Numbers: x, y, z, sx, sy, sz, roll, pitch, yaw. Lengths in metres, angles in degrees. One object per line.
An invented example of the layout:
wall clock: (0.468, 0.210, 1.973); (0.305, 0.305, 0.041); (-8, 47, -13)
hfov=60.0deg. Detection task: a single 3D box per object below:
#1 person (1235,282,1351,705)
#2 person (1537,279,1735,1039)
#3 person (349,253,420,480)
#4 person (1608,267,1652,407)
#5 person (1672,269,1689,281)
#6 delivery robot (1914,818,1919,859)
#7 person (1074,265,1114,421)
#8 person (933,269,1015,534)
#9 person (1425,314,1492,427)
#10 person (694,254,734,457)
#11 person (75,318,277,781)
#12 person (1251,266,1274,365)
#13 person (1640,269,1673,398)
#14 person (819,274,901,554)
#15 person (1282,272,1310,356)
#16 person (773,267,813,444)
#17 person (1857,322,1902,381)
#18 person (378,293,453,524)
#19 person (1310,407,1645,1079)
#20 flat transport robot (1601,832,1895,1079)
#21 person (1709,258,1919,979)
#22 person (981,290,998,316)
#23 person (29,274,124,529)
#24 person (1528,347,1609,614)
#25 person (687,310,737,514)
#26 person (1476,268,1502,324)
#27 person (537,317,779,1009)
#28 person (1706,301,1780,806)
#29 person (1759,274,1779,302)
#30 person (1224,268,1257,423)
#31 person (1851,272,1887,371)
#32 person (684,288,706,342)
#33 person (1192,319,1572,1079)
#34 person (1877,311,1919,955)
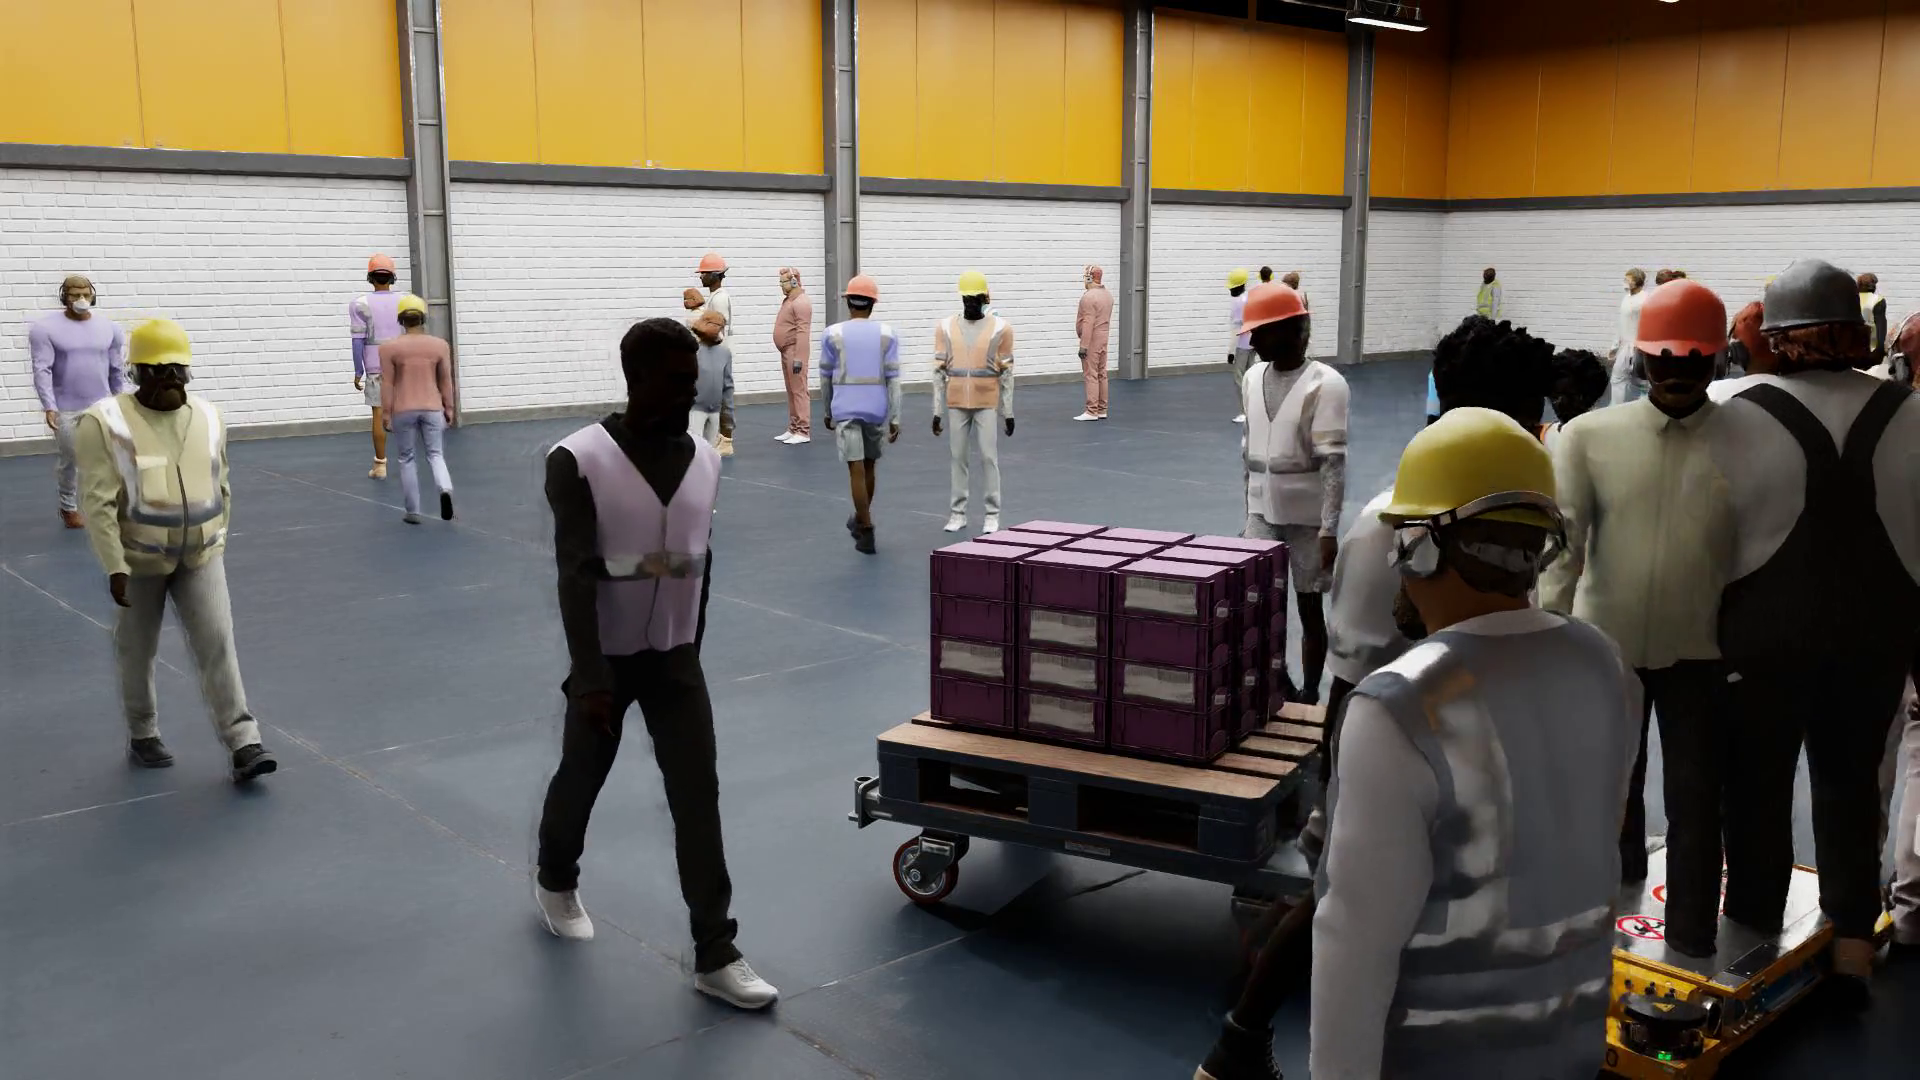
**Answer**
person: (1.368, -0.097, 6.883); (0.589, 1.913, 0.416); (9, 13, 44)
person: (1.840, 0.303, 4.399); (0.613, 1.947, 0.955); (4, 11, 23)
person: (-5.211, -1.567, 15.109); (0.607, 2.044, 0.378); (-6, 11, -30)
person: (7.980, -2.243, 19.515); (0.974, 1.910, 0.624); (1, 10, 7)
person: (10.491, -3.023, 24.252); (0.567, 1.826, 0.471); (0, 10, 2)
delivery robot: (3.083, 0.919, 4.632); (0.707, 0.478, 0.477); (1, 10, 5)
person: (1.627, -2.420, 20.502); (0.408, 1.906, 0.653); (5, 11, 29)
person: (0.103, -1.010, 12.188); (0.614, 1.926, 0.371); (2, 10, 14)
person: (3.055, -0.511, 9.997); (0.550, 1.671, 0.654); (2, 10, 11)
person: (-2.467, -1.850, 16.764); (0.378, 2.044, 0.608); (-2, 10, -12)
person: (-3.017, 0.052, 6.371); (0.935, 1.781, 0.590); (9, 13, 42)
person: (4.949, -3.509, 27.019); (0.556, 1.859, 0.321); (3, 10, 19)
person: (9.576, -2.785, 22.816); (0.372, 1.843, 0.570); (-7, 12, -37)
person: (-0.716, -0.891, 11.590); (0.536, 1.883, 0.938); (-3, 10, -15)
person: (4.489, -2.653, 22.182); (0.641, 1.806, 0.376); (-9, 13, -41)
person: (-1.817, -1.993, 18.018); (0.409, 1.904, 0.640); (-3, 10, -18)
person: (5.769, -0.529, 10.289); (0.543, 1.608, 0.731); (5, 11, 27)
person: (-4.040, -0.961, 12.432); (0.533, 1.753, 0.581); (-6, 11, -31)
person: (0.673, 0.708, 2.475); (0.612, 1.811, 0.538); (-7, 12, -35)
flat transport robot: (2.008, 1.109, 4.623); (1.431, 0.197, 0.652); (-9, 13, -42)
person: (2.250, 0.248, 4.488); (0.697, 2.000, 0.539); (2, 10, 11)
person: (0.266, -2.344, 20.837); (0.523, 1.639, 0.309); (9, 13, 41)
person: (-6.403, -0.977, 12.106); (0.632, 1.902, 0.985); (-8, 12, -39)
person: (2.261, 0.124, 6.245); (0.356, 1.687, 0.543); (-6, 11, -31)
person: (-2.003, -0.988, 12.983); (0.359, 1.610, 0.539); (8, 13, 40)
person: (10.072, -4.241, 31.494); (0.597, 1.804, 0.691); (-1, 10, -6)
person: (-0.915, 0.308, 4.681); (0.598, 1.865, 1.052); (-9, 13, -42)
person: (2.967, 0.035, 6.293); (0.566, 1.854, 0.774); (4, 10, 21)
person: (12.979, -3.356, 26.502); (0.450, 1.729, 0.489); (-3, 10, -17)
person: (3.473, -2.377, 20.356); (0.382, 1.878, 0.721); (5, 11, 26)
person: (11.345, -2.459, 20.988); (0.771, 1.824, 0.631); (-3, 10, -17)
person: (-3.229, -2.247, 20.290); (0.289, 1.633, 0.498); (1, 10, 5)
person: (0.964, 0.481, 3.575); (1.045, 1.909, 0.622); (6, 11, 31)
person: (2.951, 0.238, 5.067); (0.677, 1.853, 0.990); (7, 12, 35)
